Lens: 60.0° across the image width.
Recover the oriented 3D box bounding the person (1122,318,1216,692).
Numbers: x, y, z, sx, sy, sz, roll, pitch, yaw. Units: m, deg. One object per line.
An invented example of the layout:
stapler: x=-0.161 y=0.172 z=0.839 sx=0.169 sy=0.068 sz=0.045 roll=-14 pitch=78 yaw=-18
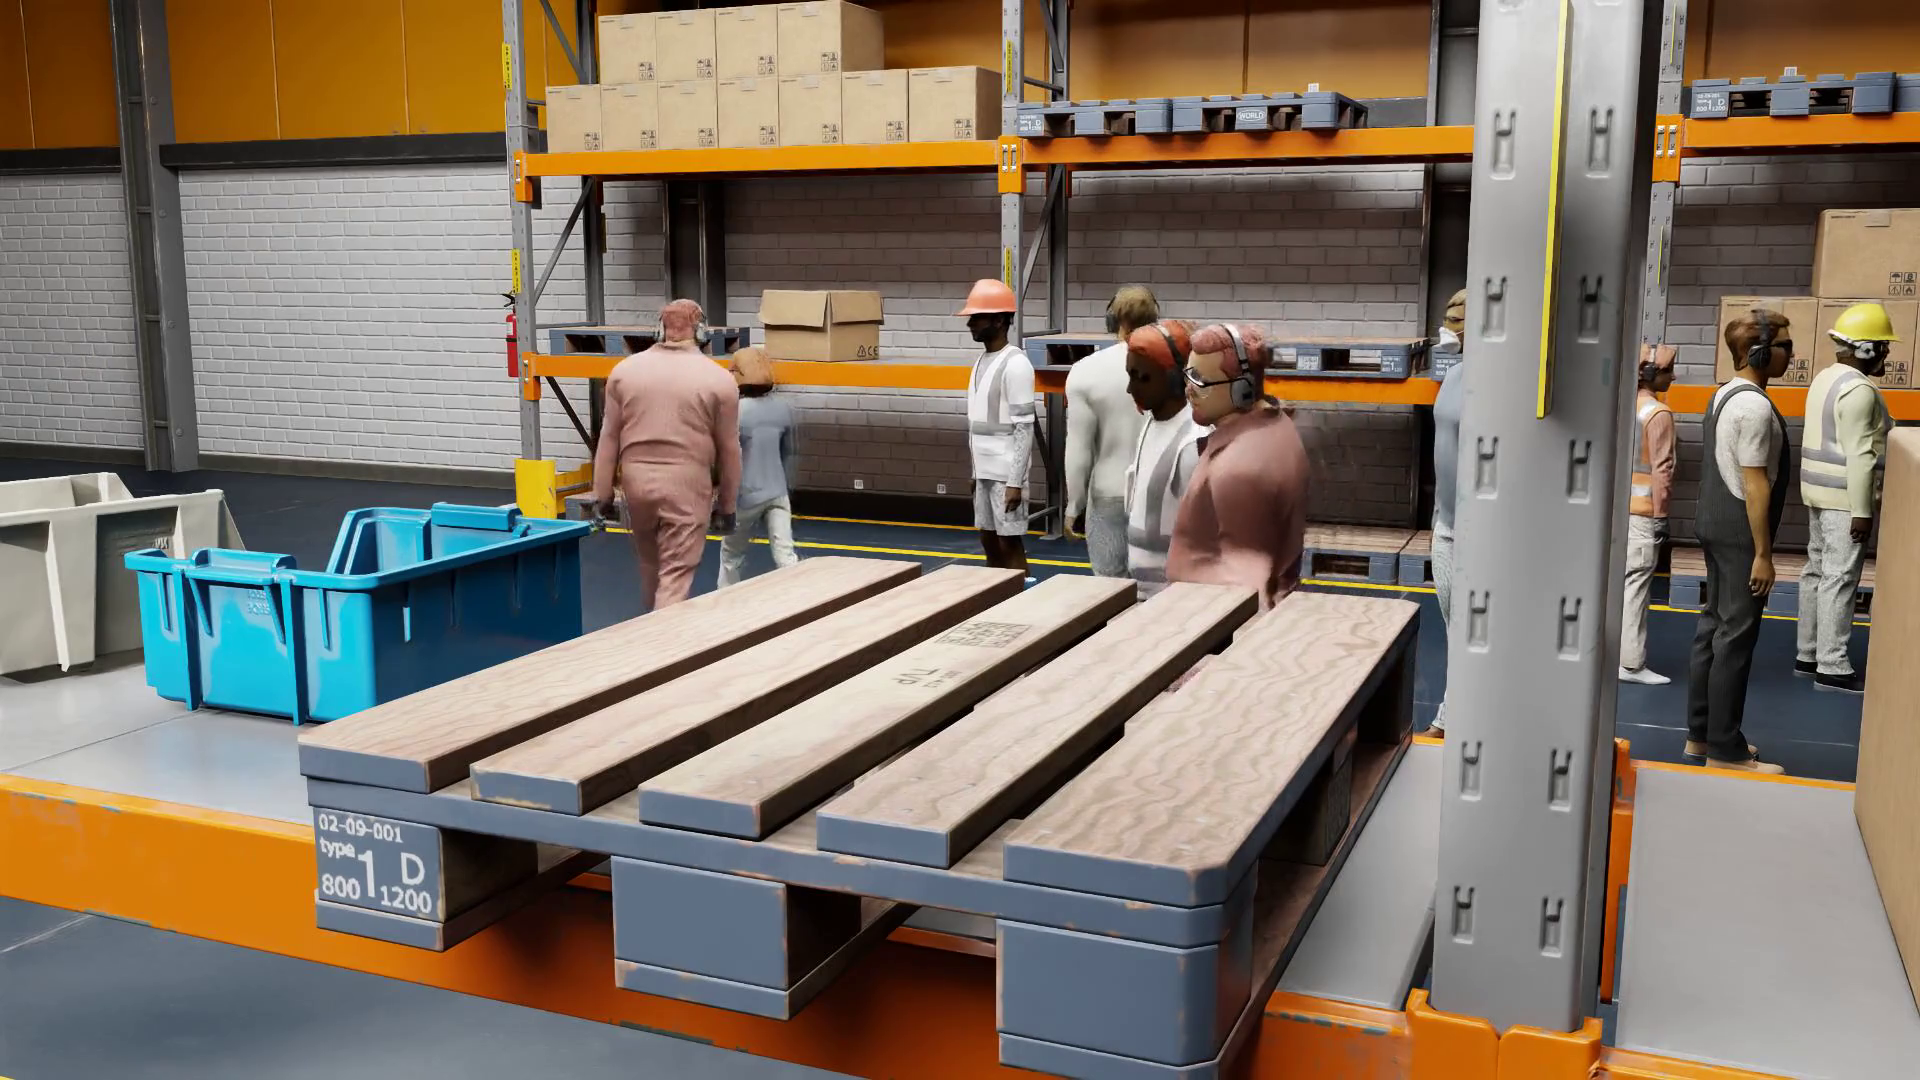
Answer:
person: x=0.799 y=0.187 z=5.527 sx=0.816 sy=1.849 sz=0.668 roll=0 pitch=9 yaw=-2

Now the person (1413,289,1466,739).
person: x=2.033 y=-0.036 z=6.596 sx=0.378 sy=1.940 sz=0.628 roll=-1 pitch=10 yaw=-5

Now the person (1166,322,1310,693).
person: x=0.884 y=0.292 z=4.870 sx=0.888 sy=1.861 sz=0.651 roll=5 pitch=11 yaw=26

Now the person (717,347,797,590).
person: x=-1.056 y=-0.209 z=8.686 sx=0.874 sy=1.586 sz=0.525 roll=9 pitch=13 yaw=44

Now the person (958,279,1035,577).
person: x=0.176 y=-0.359 z=8.531 sx=0.378 sy=1.938 sz=0.547 roll=-4 pitch=10 yaw=-23

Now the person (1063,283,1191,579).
person: x=0.786 y=-0.186 z=7.529 sx=0.638 sy=1.942 sz=0.394 roll=-1 pitch=10 yaw=-6

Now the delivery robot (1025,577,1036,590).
delivery robot: x=0.302 y=0.416 z=7.742 sx=0.707 sy=0.478 sz=0.477 roll=3 pitch=10 yaw=16

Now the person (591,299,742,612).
person: x=-1.342 y=-0.207 z=7.907 sx=0.691 sy=1.847 sz=0.994 roll=3 pitch=10 yaw=15

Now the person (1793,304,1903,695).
person: x=4.200 y=-0.195 z=7.874 sx=0.404 sy=1.829 sz=0.596 roll=2 pitch=10 yaw=10

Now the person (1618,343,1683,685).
person: x=3.269 y=-0.127 z=8.043 sx=0.313 sy=1.636 sz=0.517 roll=-1 pitch=10 yaw=-6

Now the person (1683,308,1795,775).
person: x=3.076 y=0.021 z=6.531 sx=0.345 sy=1.847 sz=0.508 roll=1 pitch=10 yaw=8
